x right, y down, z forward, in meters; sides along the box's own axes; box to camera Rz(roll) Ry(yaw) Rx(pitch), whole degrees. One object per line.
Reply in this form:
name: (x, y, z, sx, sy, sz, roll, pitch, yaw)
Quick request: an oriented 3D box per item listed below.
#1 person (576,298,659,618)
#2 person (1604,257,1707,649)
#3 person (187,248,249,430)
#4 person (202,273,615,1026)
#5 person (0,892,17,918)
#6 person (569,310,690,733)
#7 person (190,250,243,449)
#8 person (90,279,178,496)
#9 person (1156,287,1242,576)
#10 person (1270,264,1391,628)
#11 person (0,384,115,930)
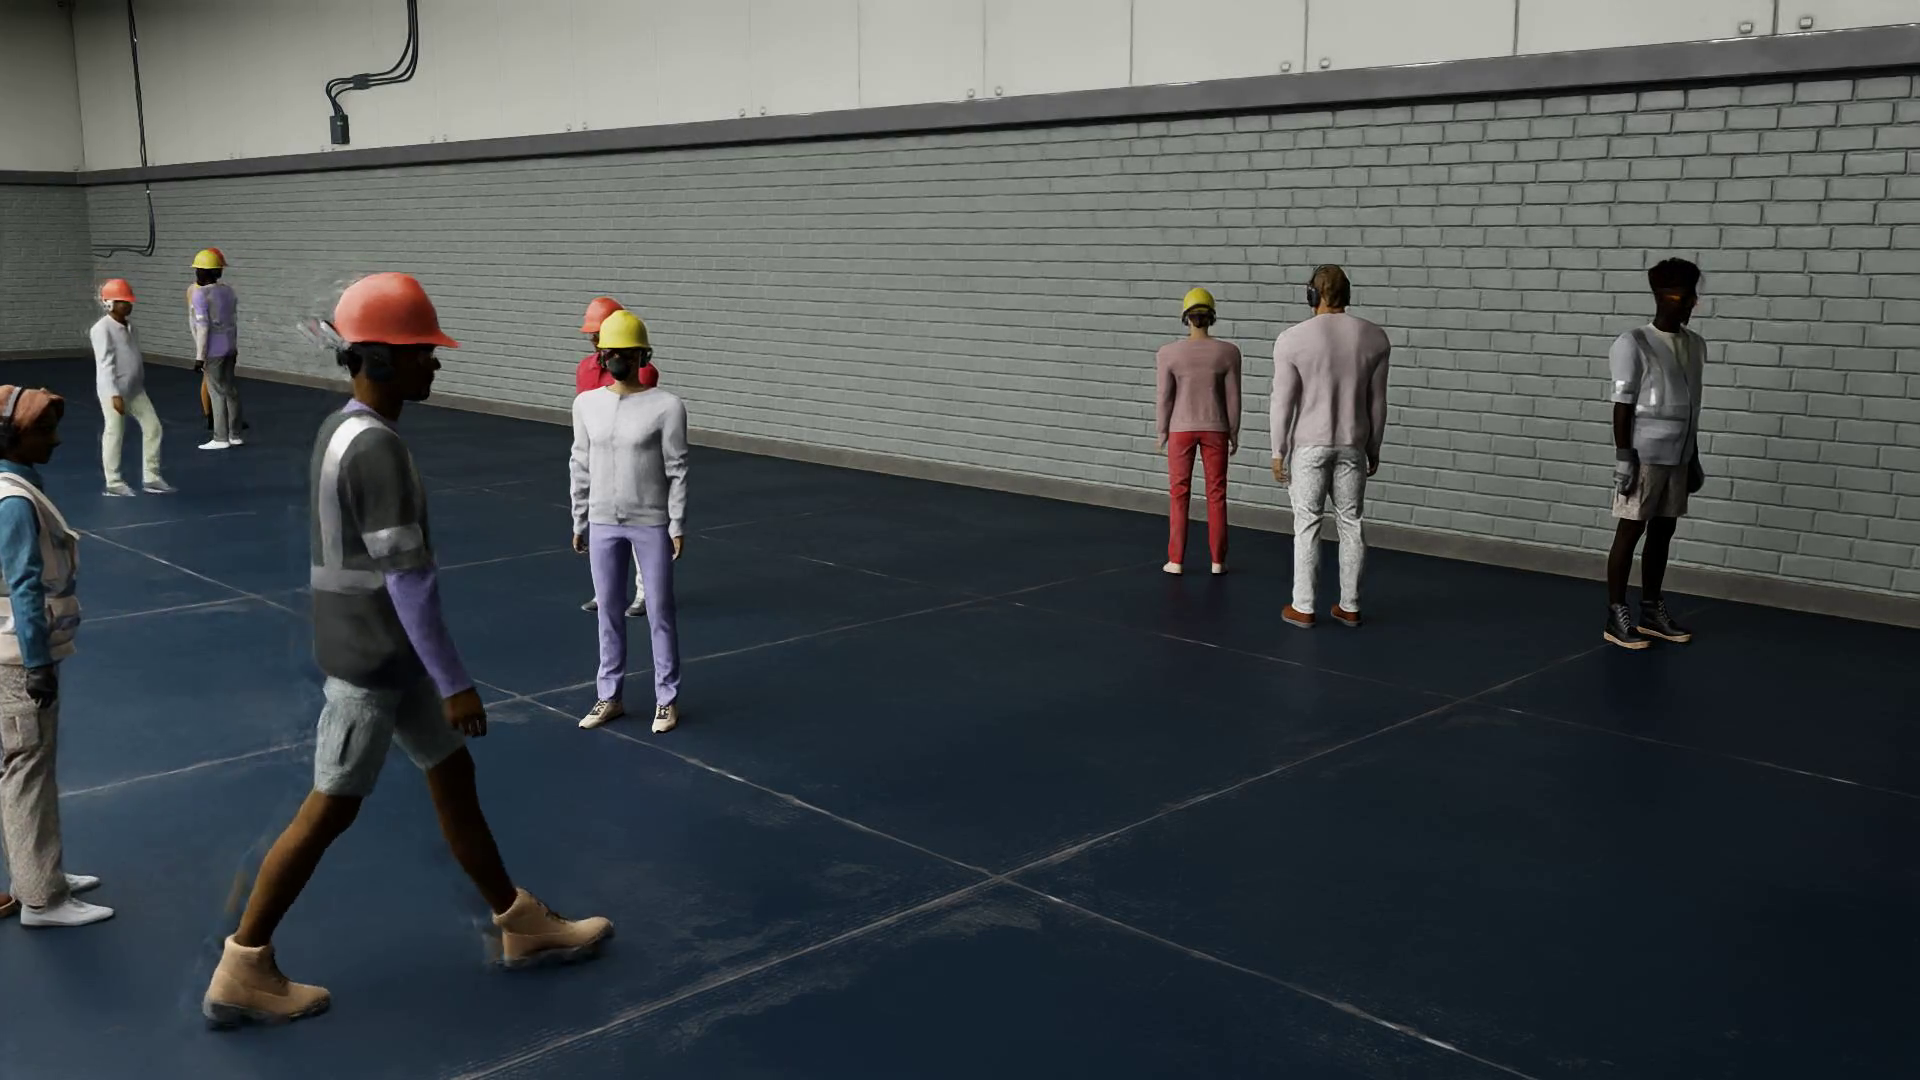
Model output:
person: (-1.899, -0.447, 9.102, 0.569, 1.744, 0.357, 6, 12, 32)
person: (3.542, -0.439, 8.438, 0.606, 1.967, 0.367, -6, 12, -28)
person: (-7.938, -2.133, 17.758, 0.547, 1.938, 0.379, 4, 11, 19)
person: (-1.539, 0.293, 4.431, 1.100, 1.983, 0.631, -4, 11, -21)
person: (-3.109, 0.260, 4.860, 0.356, 1.883, 0.574, 3, 11, 17)
person: (-1.385, -0.070, 6.966, 0.528, 1.772, 0.304, 2, 11, 12)
person: (-7.258, -1.844, 16.208, 0.370, 1.927, 0.588, 2, 11, 9)
person: (-6.563, -1.195, 13.192, 0.664, 1.724, 0.583, 1, 10, 7)
person: (1.450, -0.650, 10.144, 0.524, 1.768, 0.312, 0, 10, 2)
person: (1.940, -0.483, 8.798, 0.630, 1.930, 0.372, -1, 10, -7)
person: (-2.811, 0.350, 5.034, 0.315, 1.637, 0.514, -6, 12, -31)
